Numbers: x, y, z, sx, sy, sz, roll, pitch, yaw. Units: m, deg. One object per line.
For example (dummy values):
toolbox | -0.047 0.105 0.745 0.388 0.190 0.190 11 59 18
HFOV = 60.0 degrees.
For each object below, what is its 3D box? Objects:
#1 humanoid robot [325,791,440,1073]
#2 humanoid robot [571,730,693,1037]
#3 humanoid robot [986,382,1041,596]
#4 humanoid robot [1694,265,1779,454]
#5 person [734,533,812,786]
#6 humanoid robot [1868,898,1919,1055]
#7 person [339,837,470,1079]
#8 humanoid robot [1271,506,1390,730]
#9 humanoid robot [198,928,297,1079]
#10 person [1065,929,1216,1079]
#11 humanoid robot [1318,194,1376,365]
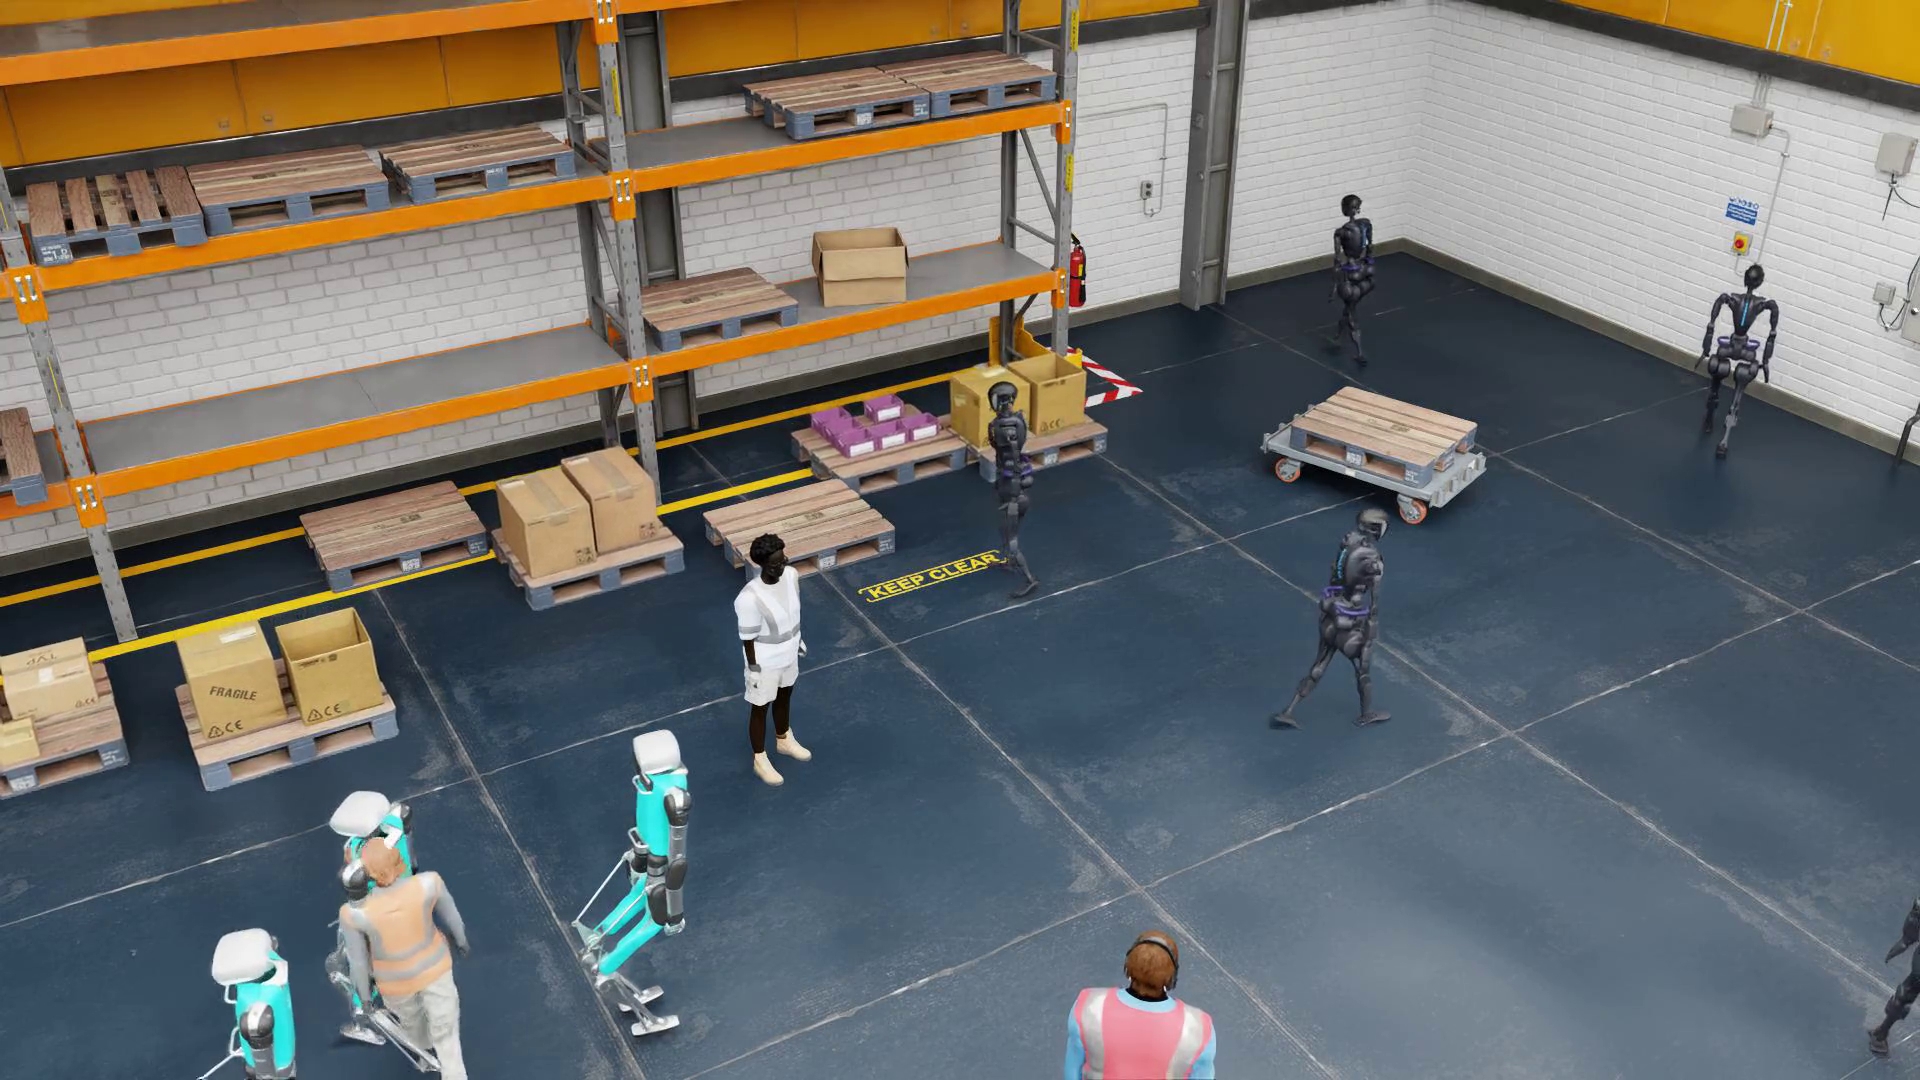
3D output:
humanoid robot | -2.970 1.925 8.105 0.895 1.787 0.572 7 30 13
humanoid robot | -1.668 1.758 8.274 0.749 1.690 0.530 -16 33 -26
humanoid robot | 0.385 -0.414 12.271 0.386 1.638 0.610 -6 30 -10
humanoid robot | 6.722 -1.593 14.414 0.609 1.622 0.794 13 32 21
person | -1.145 0.710 10.263 0.320 1.697 0.531 18 34 29
humanoid robot | 4.853 2.006 8.032 0.608 1.631 0.631 12 31 19
person | -2.623 2.057 7.988 0.563 1.581 0.876 -13 32 -22
humanoid robot | 2.450 0.526 10.688 0.782 1.633 0.615 -8 30 -13
humanoid robot | -3.101 2.422 7.206 0.942 1.772 0.567 -8 30 -14
person | 0.760 2.415 7.117 0.633 1.830 0.430 6 30 11
humanoid robot | 3.798 -2.537 16.070 0.607 1.624 0.668 -22 36 -34
